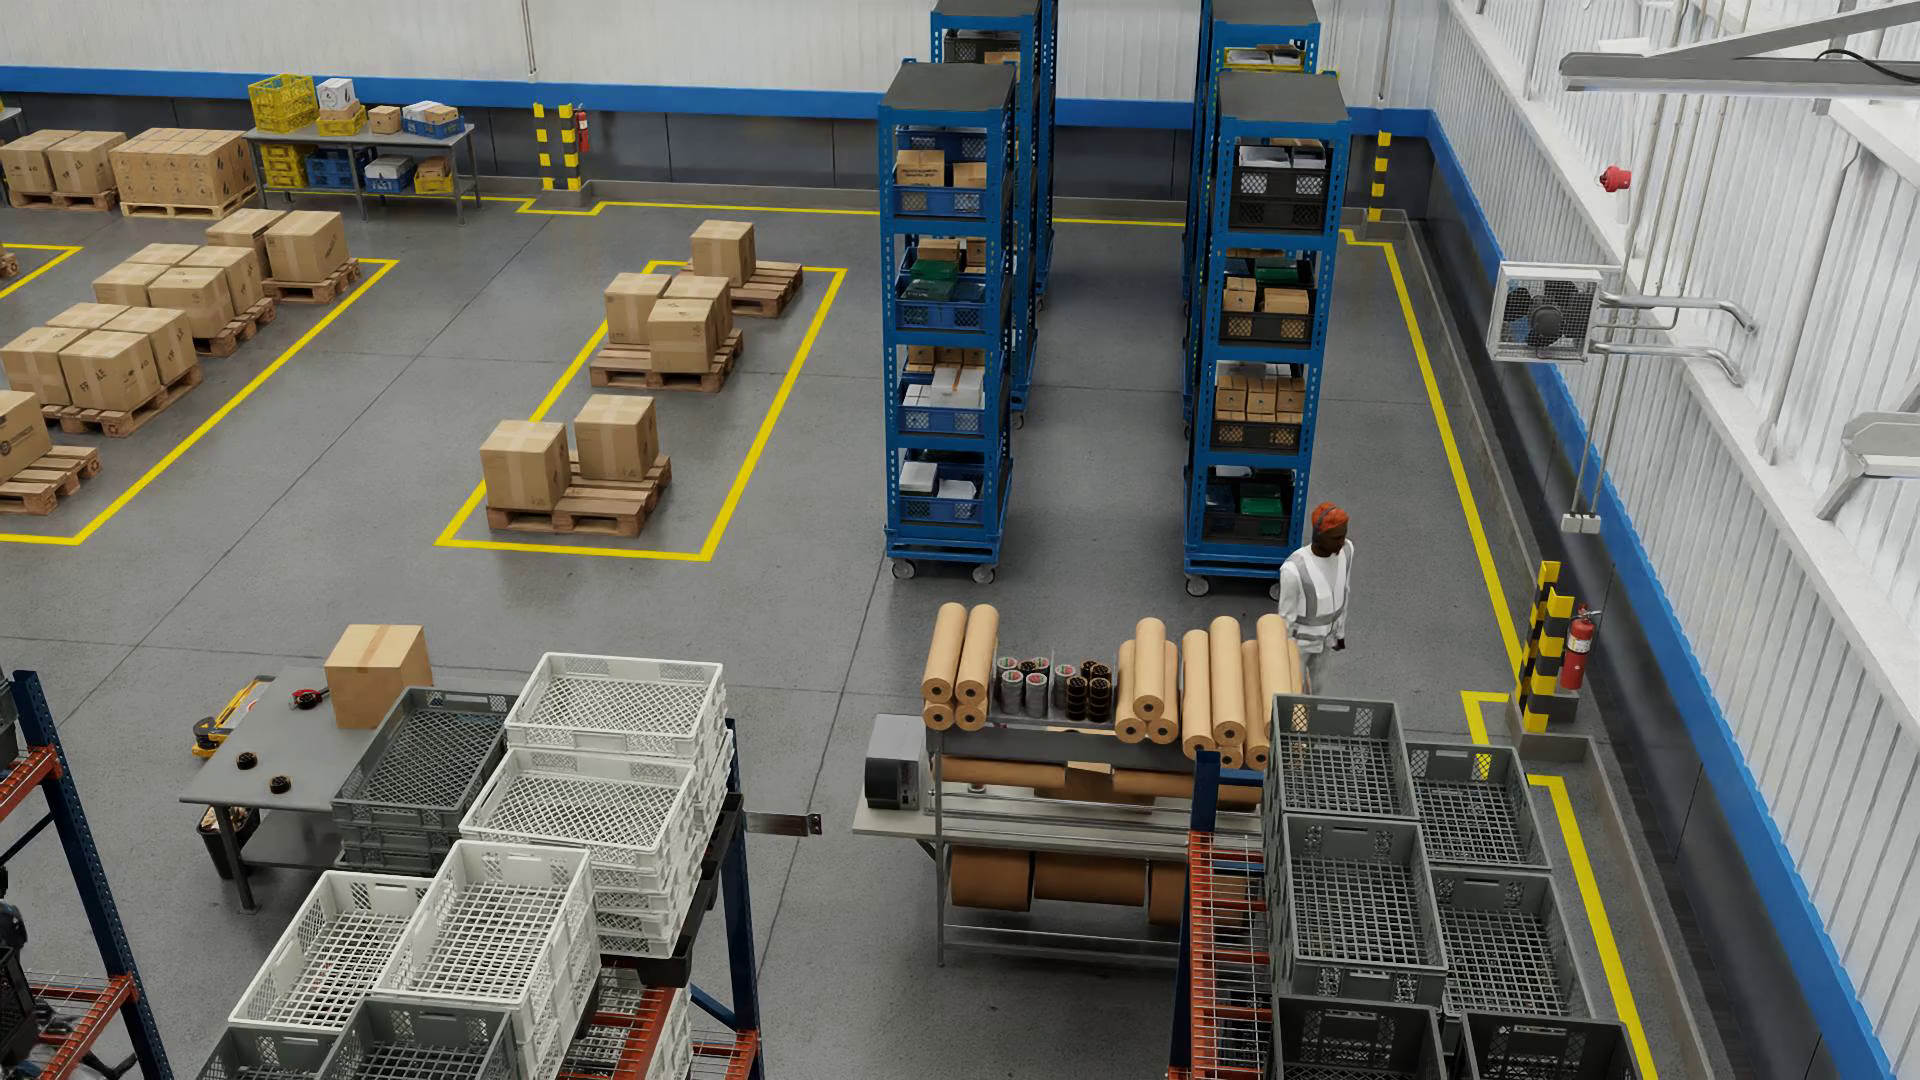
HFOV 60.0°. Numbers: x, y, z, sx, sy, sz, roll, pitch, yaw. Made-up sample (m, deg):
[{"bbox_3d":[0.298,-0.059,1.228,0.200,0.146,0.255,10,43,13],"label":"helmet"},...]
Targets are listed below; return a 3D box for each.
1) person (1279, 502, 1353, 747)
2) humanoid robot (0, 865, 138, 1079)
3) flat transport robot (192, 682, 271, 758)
[{"bbox_3d":[2.110,0.599,10.052,0.568,1.876,0.345,-22,37,-32],"label":"person"},{"bbox_3d":[-4.338,2.116,7.680,0.774,1.614,0.593,-18,35,-28],"label":"humanoid robot"},{"bbox_3d":[-4.089,1.163,10.648,1.431,0.197,0.652,3,30,6],"label":"flat transport robot"}]
